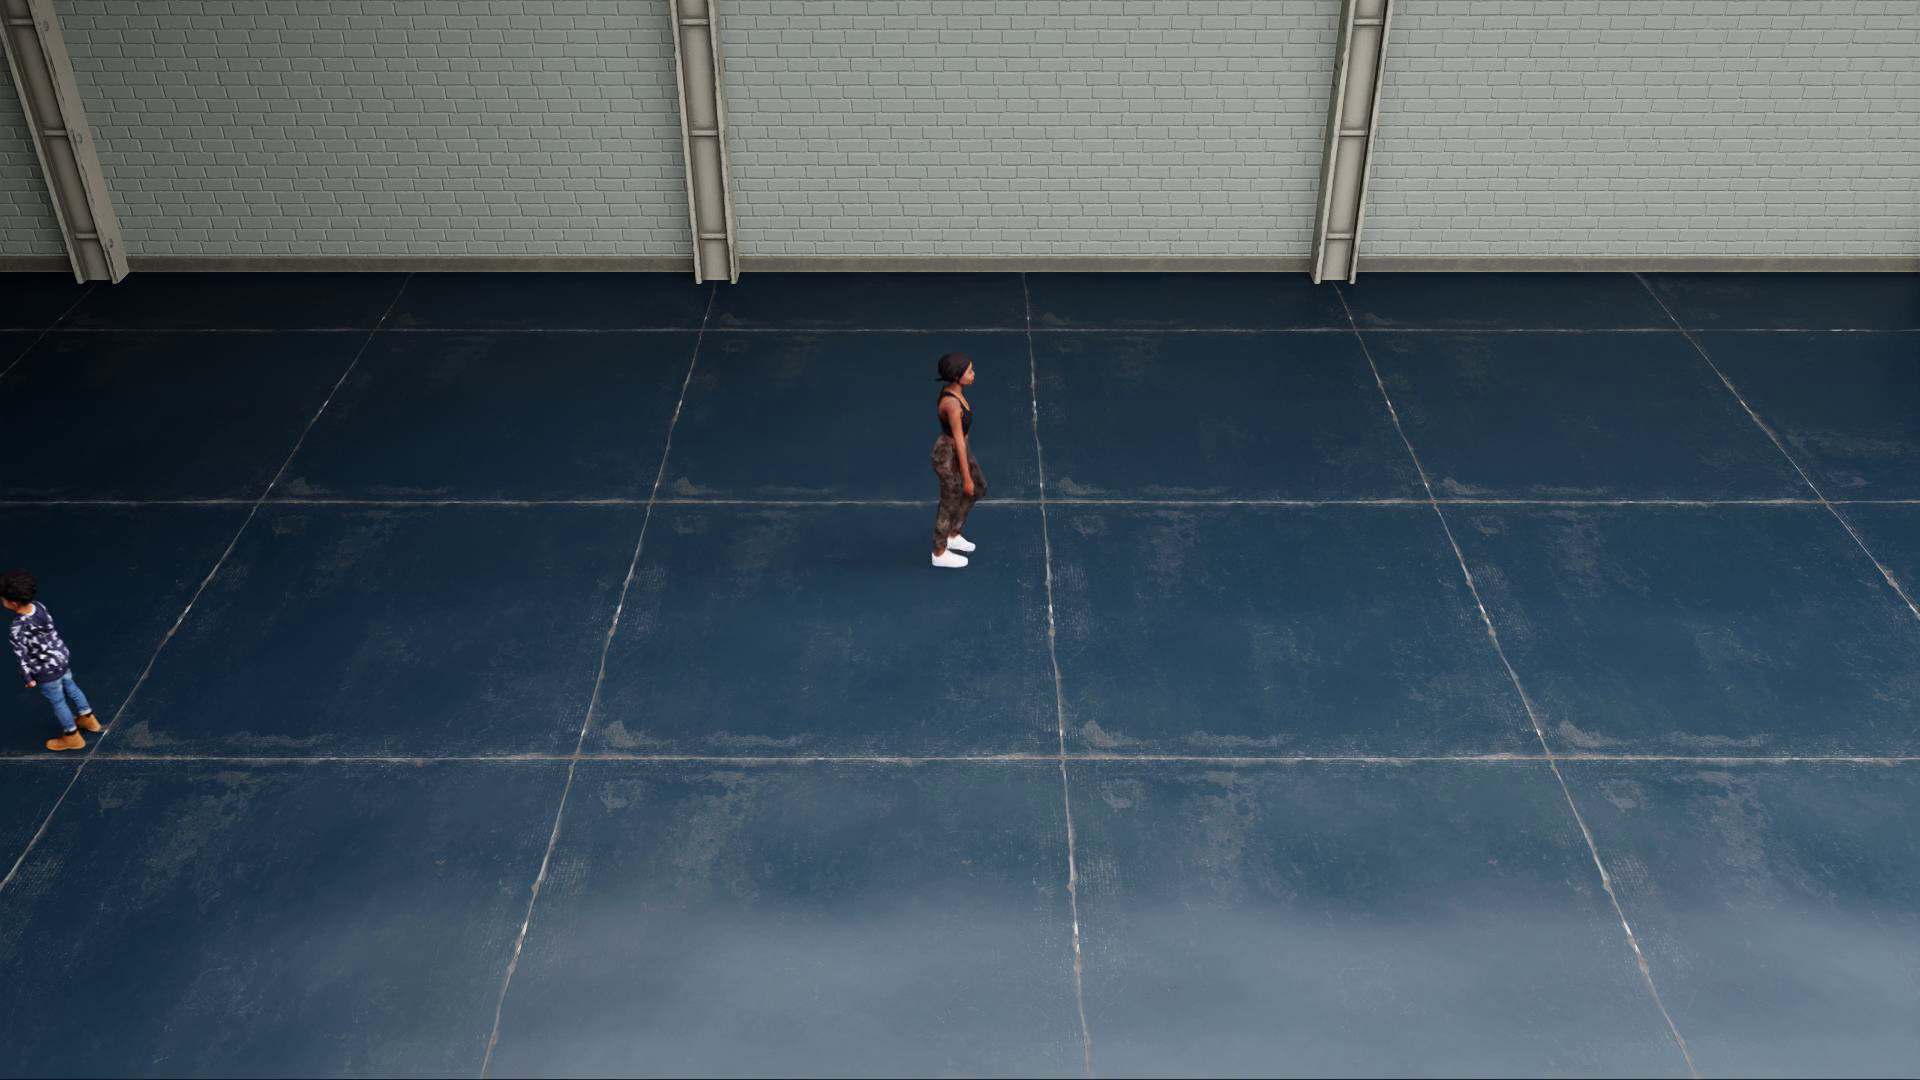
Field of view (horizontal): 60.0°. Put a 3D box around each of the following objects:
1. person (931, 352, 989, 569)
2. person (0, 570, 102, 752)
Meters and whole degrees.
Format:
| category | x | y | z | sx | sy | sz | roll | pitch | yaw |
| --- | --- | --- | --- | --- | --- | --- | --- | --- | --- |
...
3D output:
| category | x | y | z | sx | sy | sz | roll | pitch | yaw |
| --- | --- | --- | --- | --- | --- | --- | --- | --- | --- |
| person | -0.134 | -0.530 | 11.554 | 0.621 | 1.689 | 0.585 | 2 | 33 | 3 |
| person | -5.524 | 0.715 | 10.047 | 0.485 | 1.245 | 0.510 | 3 | 33 | 5 |
